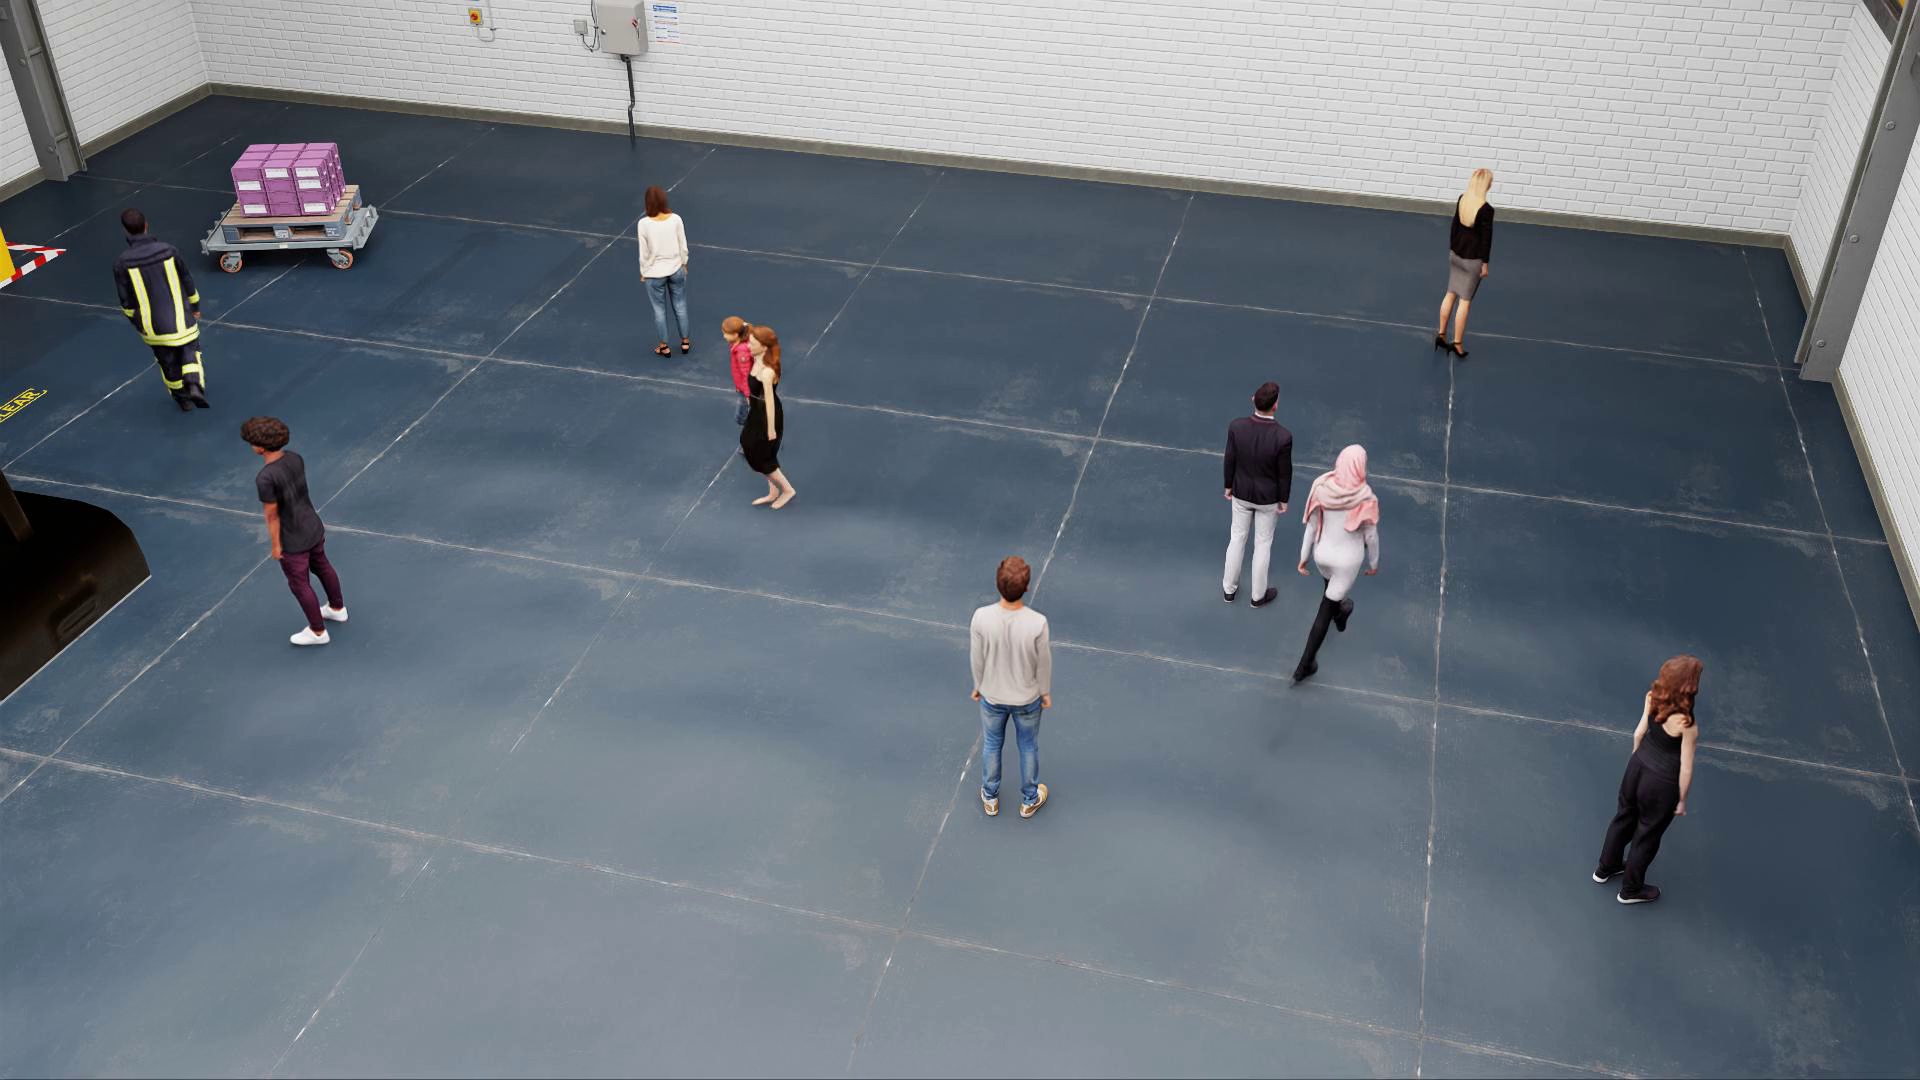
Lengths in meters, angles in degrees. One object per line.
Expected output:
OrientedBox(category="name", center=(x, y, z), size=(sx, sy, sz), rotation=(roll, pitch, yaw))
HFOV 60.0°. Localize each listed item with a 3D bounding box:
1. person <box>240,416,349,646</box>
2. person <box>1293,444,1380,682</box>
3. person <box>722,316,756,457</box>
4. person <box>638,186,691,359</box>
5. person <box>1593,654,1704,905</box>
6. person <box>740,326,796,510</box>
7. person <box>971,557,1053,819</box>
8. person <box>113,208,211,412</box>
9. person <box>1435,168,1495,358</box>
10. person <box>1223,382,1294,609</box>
OrientedBox(category="person", center=(-4.725, -0.083, 11.836), size=(0.713, 1.776, 0.577), rotation=(5, 34, 7))
OrientedBox(category="person", center=(2.552, 0.205, 11.428), size=(0.921, 1.747, 1.258), rotation=(21, 39, 28))
OrientedBox(category="person", center=(-1.734, -1.288, 14.078), size=(0.692, 1.300, 0.620), rotation=(-6, 34, -9))
OrientedBox(category="person", center=(-2.768, -2.511, 15.574), size=(0.704, 1.681, 0.736), rotation=(-13, 36, -19))
OrientedBox(category="person", center=(4.019, 1.378, 9.662), size=(0.719, 1.748, 0.642), rotation=(-14, 36, -19))
OrientedBox(category="person", center=(-1.473, -0.978, 13.329), size=(0.755, 1.613, 0.692), rotation=(-5, 34, -8))
OrientedBox(category="person", center=(0.315, 0.926, 10.200), size=(0.668, 1.905, 0.597), rotation=(5, 34, 8))
OrientedBox(category="person", center=(-6.930, -1.949, 14.518), size=(1.071, 1.913, 1.134), rotation=(-17, 37, -23))
OrientedBox(category="person", center=(4.727, -2.585, 15.540), size=(0.752, 1.841, 0.696), rotation=(-18, 38, -25))
OrientedBox(category="person", center=(2.156, -0.328, 12.142), size=(0.702, 1.844, 0.640), rotation=(17, 37, 23))
